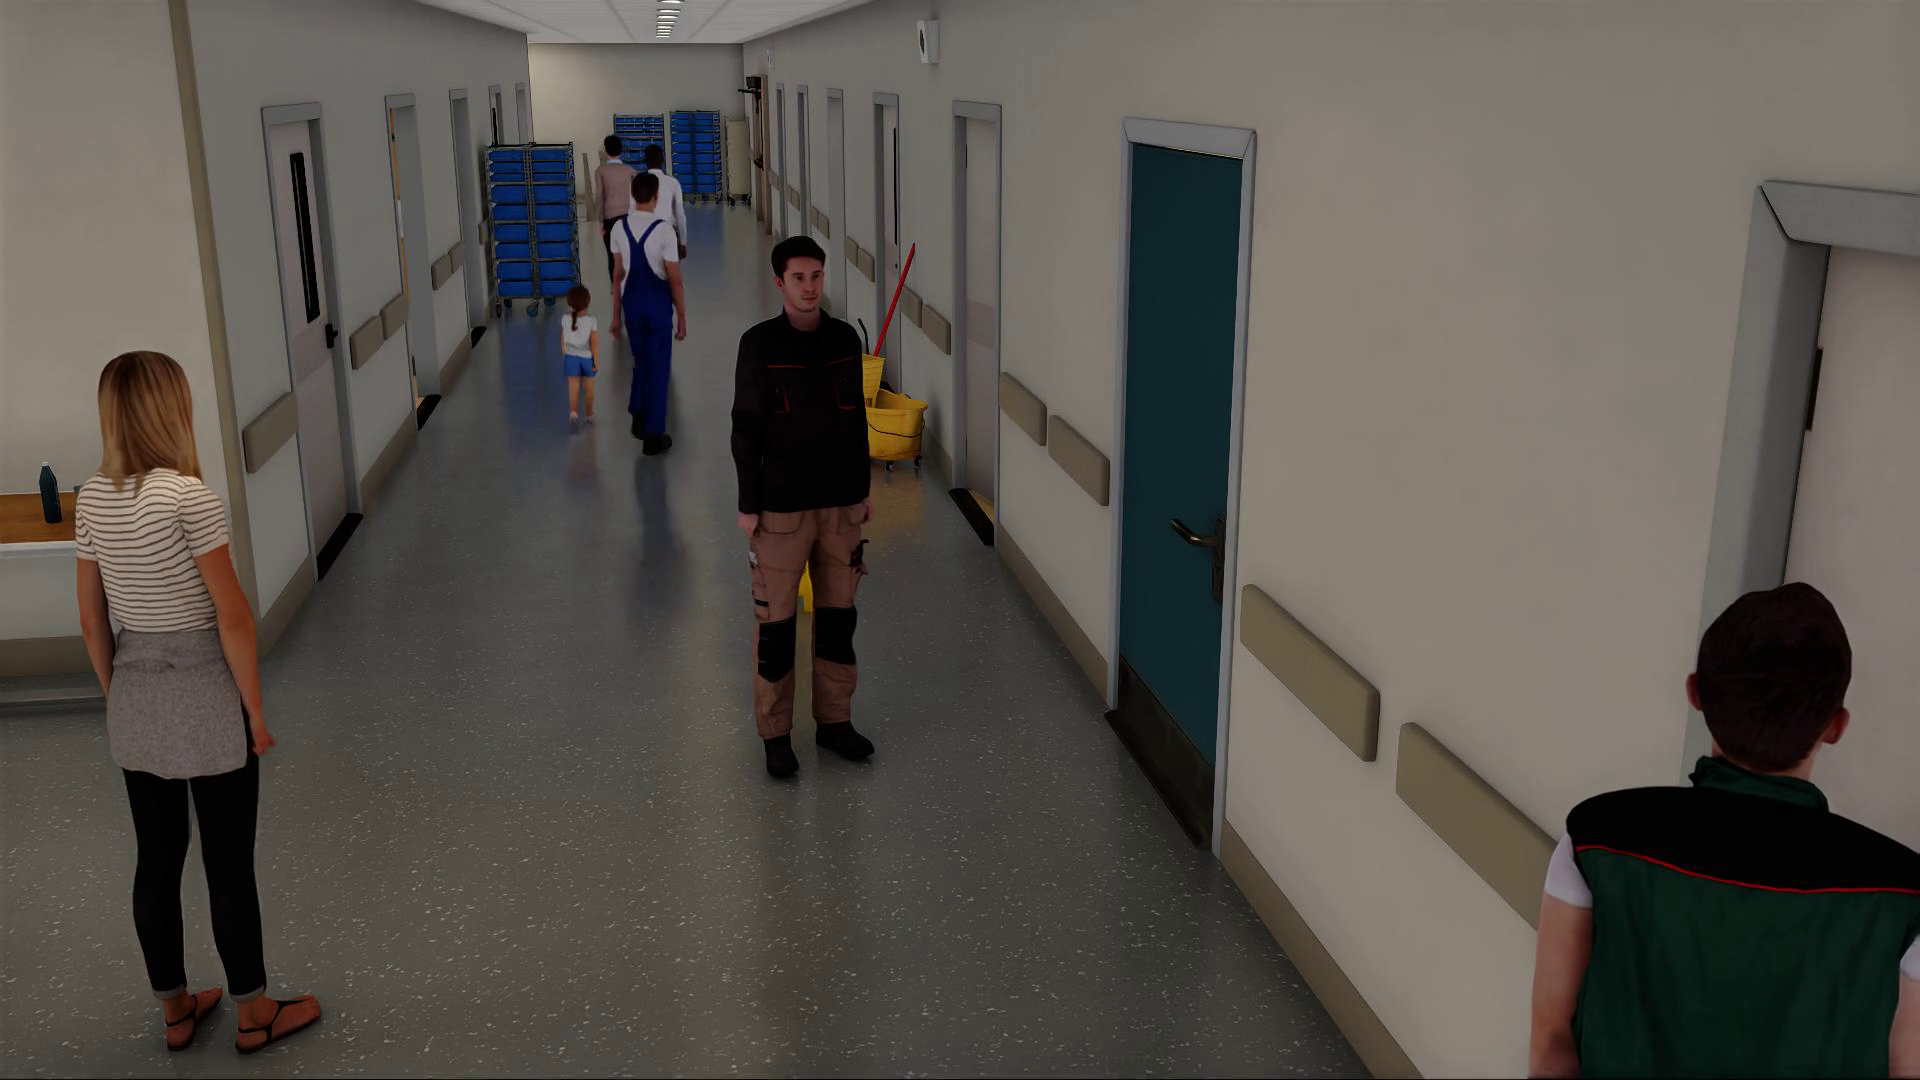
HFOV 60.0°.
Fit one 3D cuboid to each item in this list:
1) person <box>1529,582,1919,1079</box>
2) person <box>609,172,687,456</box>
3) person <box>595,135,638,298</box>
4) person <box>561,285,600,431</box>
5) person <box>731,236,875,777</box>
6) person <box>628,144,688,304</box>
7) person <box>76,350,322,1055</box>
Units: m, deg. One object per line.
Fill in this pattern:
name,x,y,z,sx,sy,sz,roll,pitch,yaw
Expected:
person,1.044,0.941,2.350,0.737,1.841,0.765,8,17,25
person,-2.090,-1.467,10.911,0.765,1.833,0.793,4,16,15
person,-3.676,-3.419,17.958,0.775,1.767,1.244,-5,17,-18
person,-2.716,-1.288,11.806,0.447,1.004,0.724,-2,16,-6
person,-0.548,-0.126,5.985,0.779,1.925,0.731,-9,18,-29
person,-2.769,-2.664,15.188,0.694,1.817,0.848,-2,16,-7
person,-1.963,0.433,4.186,0.673,1.826,0.653,3,16,12
